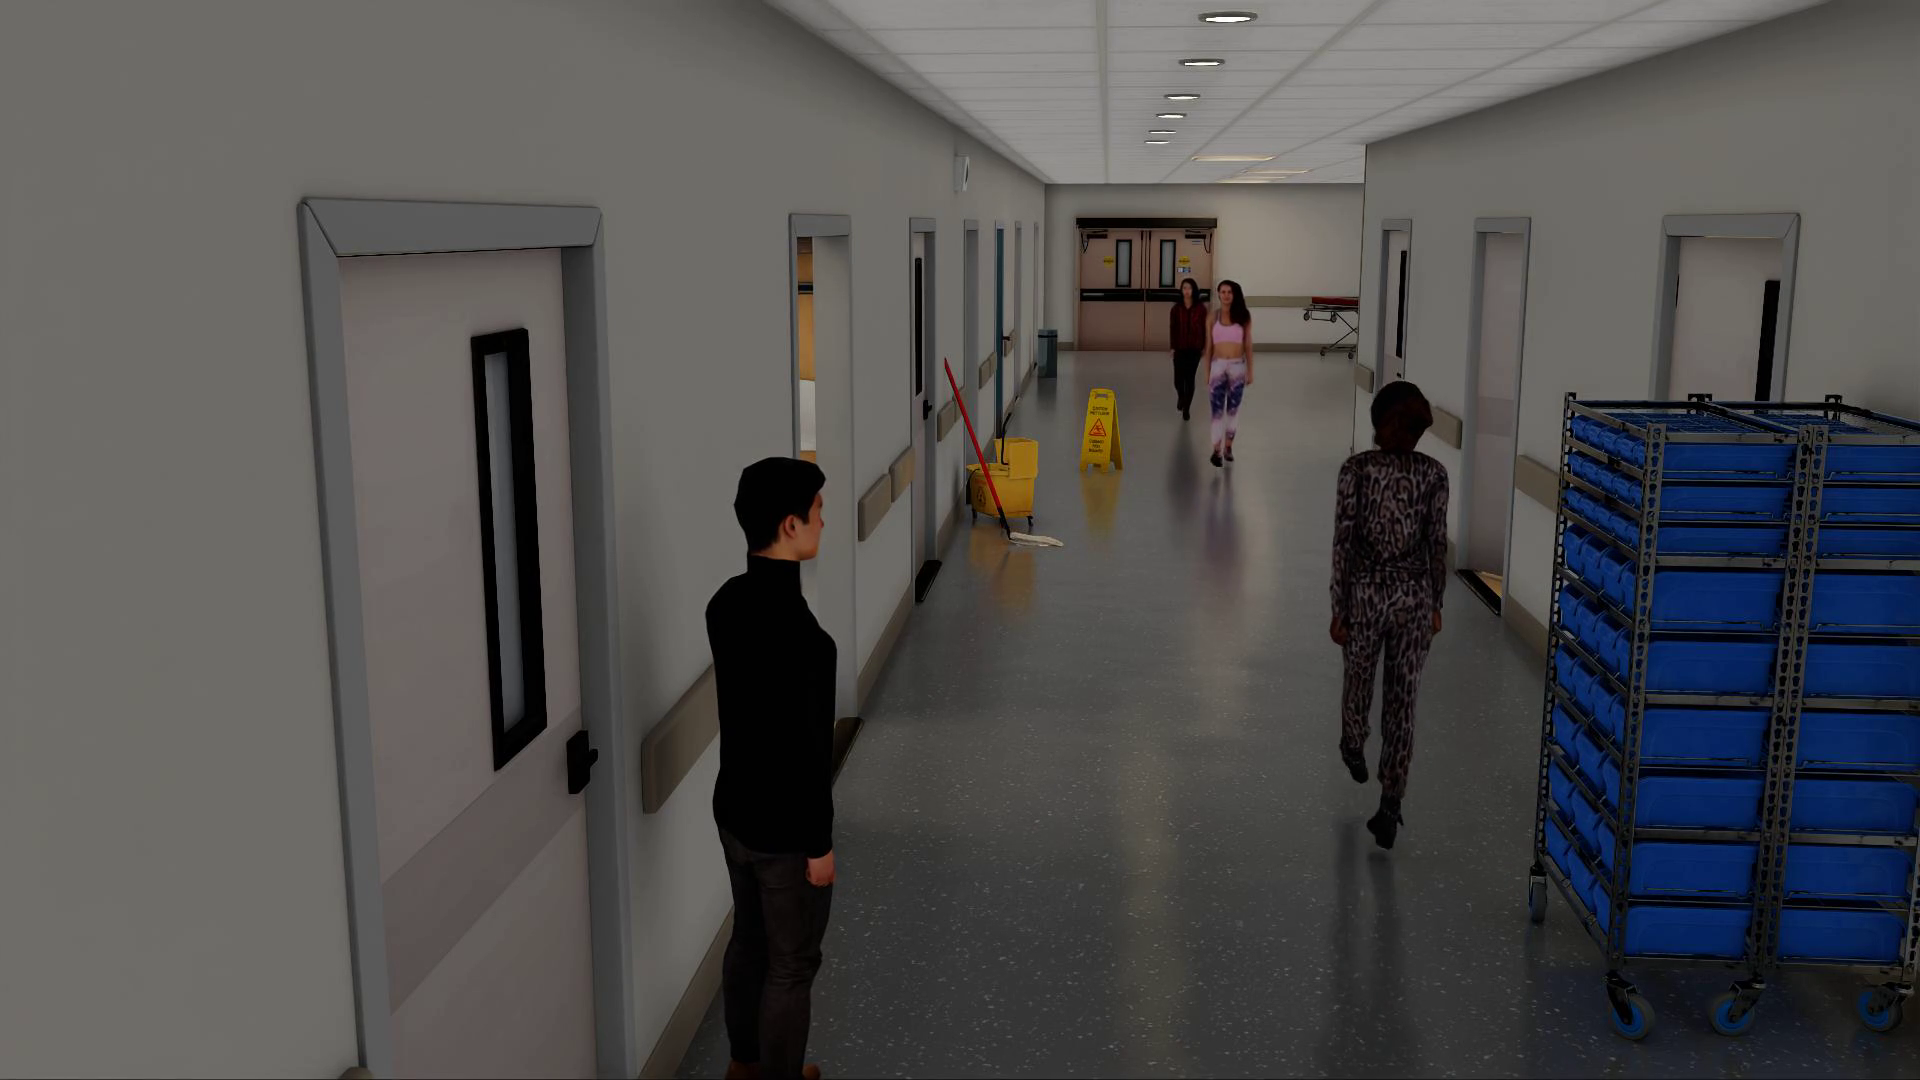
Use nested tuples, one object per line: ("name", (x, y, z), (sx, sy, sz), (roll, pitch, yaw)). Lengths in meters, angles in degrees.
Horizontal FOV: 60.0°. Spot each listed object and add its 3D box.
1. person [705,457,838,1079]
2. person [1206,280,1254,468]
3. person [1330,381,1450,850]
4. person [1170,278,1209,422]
("person", (-0.460, 0.648, 4.117), (0.780, 1.723, 0.678), (-6, 12, -30))
("person", (2.531, -1.542, 15.680), (0.642, 1.715, 1.166), (2, 11, 8))
("person", (1.581, 0.301, 6.103), (0.606, 1.664, 1.124), (1, 11, 7))
("person", (2.672, -2.231, 19.500), (0.587, 1.644, 0.735), (1, 11, 7))
